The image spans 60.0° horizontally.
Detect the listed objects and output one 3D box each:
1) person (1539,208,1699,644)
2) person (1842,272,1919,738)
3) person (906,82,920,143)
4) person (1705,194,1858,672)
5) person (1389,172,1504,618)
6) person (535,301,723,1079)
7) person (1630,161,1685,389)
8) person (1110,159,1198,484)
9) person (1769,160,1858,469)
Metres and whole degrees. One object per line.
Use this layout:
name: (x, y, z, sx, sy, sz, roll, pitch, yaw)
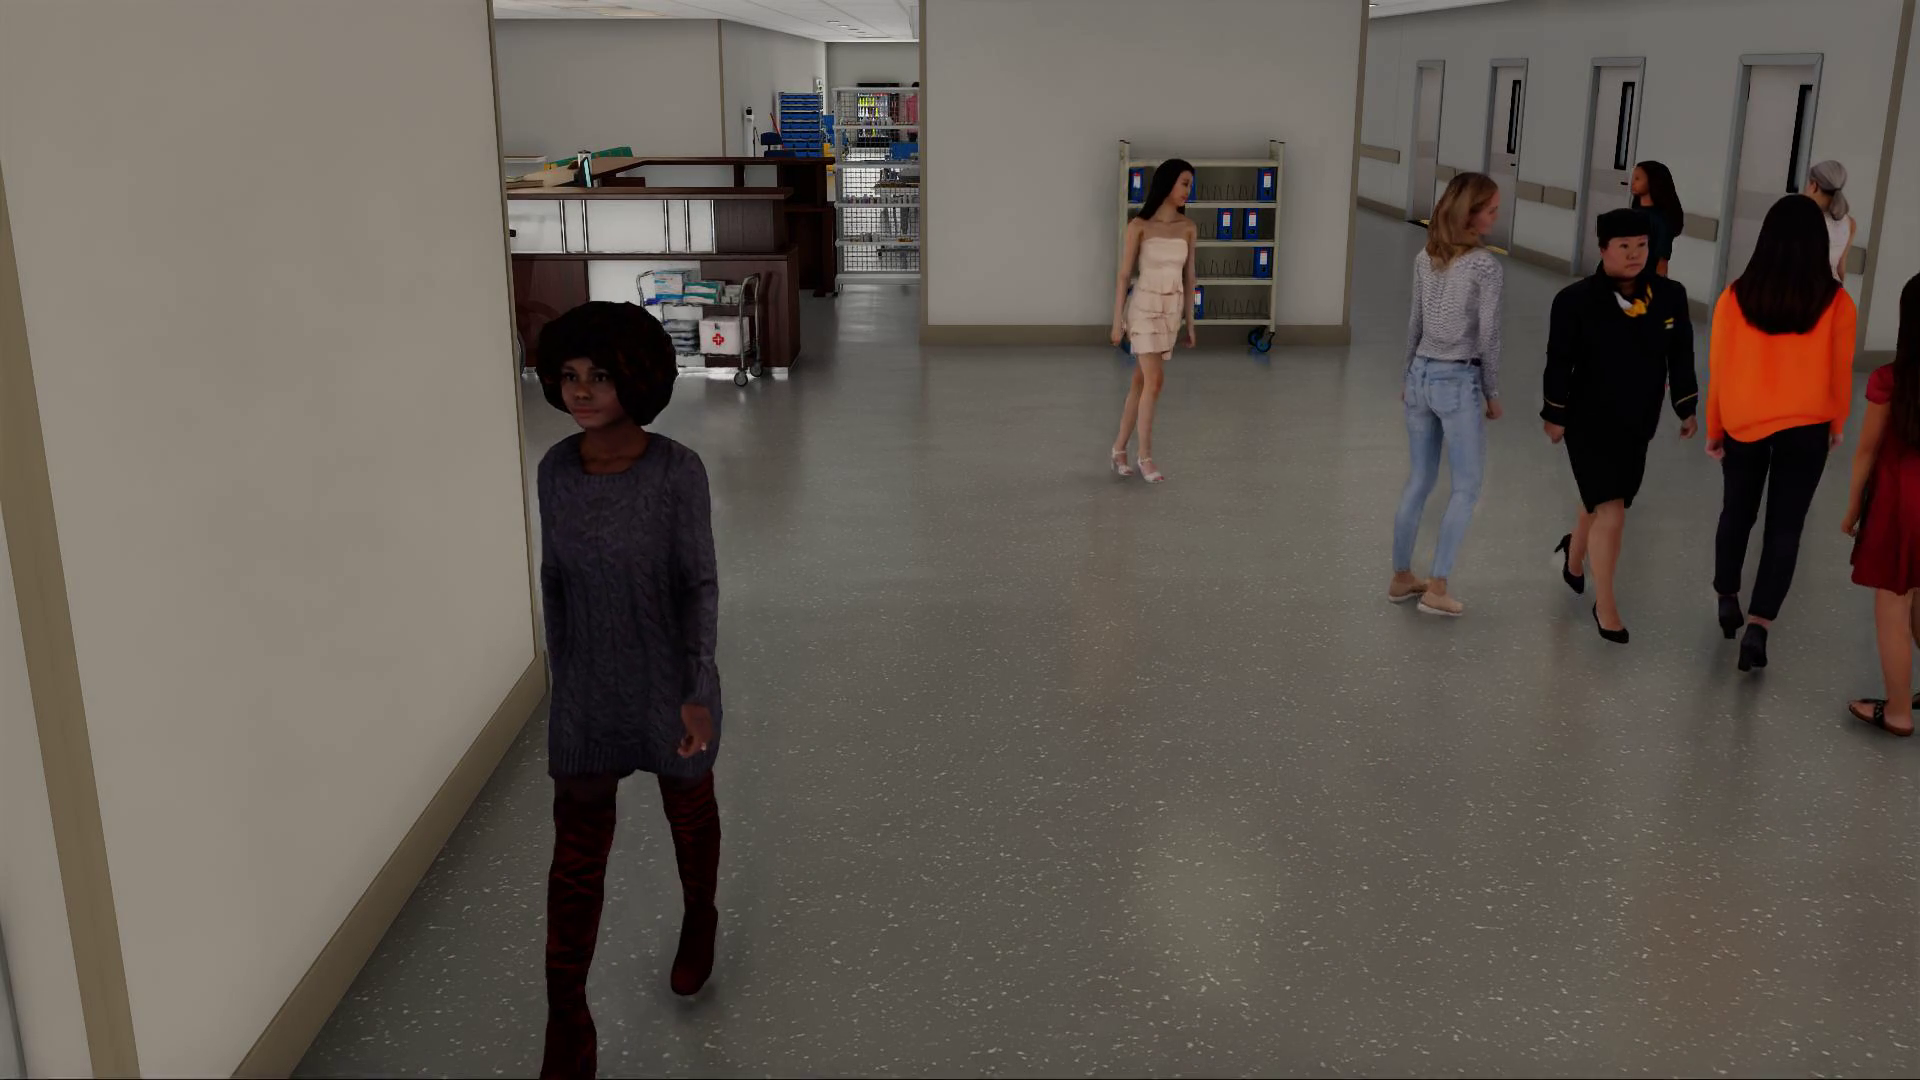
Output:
person: (2.553, -0.458, 6.578, 1.031, 1.634, 0.797, -1, 16, -5)
person: (3.137, -0.081, 5.425, 0.617, 1.535, 0.643, -1, 16, -4)
person: (-0.899, -8.488, 34.467, 0.604, 1.957, 0.756, 6, 17, 19)
person: (2.968, -0.354, 6.050, 0.959, 1.720, 0.972, 10, 19, 32)
person: (1.966, -0.565, 6.681, 0.721, 1.784, 0.714, -11, 19, -35)
person: (-0.687, 0.322, 3.742, 1.039, 1.672, 0.785, 3, 16, 9)
person: (4.472, -1.634, 10.804, 0.683, 1.605, 0.605, -1, 16, -5)
person: (0.976, -1.154, 8.917, 0.777, 1.704, 0.834, -5, 17, -19)
person: (4.737, -1.241, 9.231, 0.581, 1.702, 0.724, -6, 17, -19)
